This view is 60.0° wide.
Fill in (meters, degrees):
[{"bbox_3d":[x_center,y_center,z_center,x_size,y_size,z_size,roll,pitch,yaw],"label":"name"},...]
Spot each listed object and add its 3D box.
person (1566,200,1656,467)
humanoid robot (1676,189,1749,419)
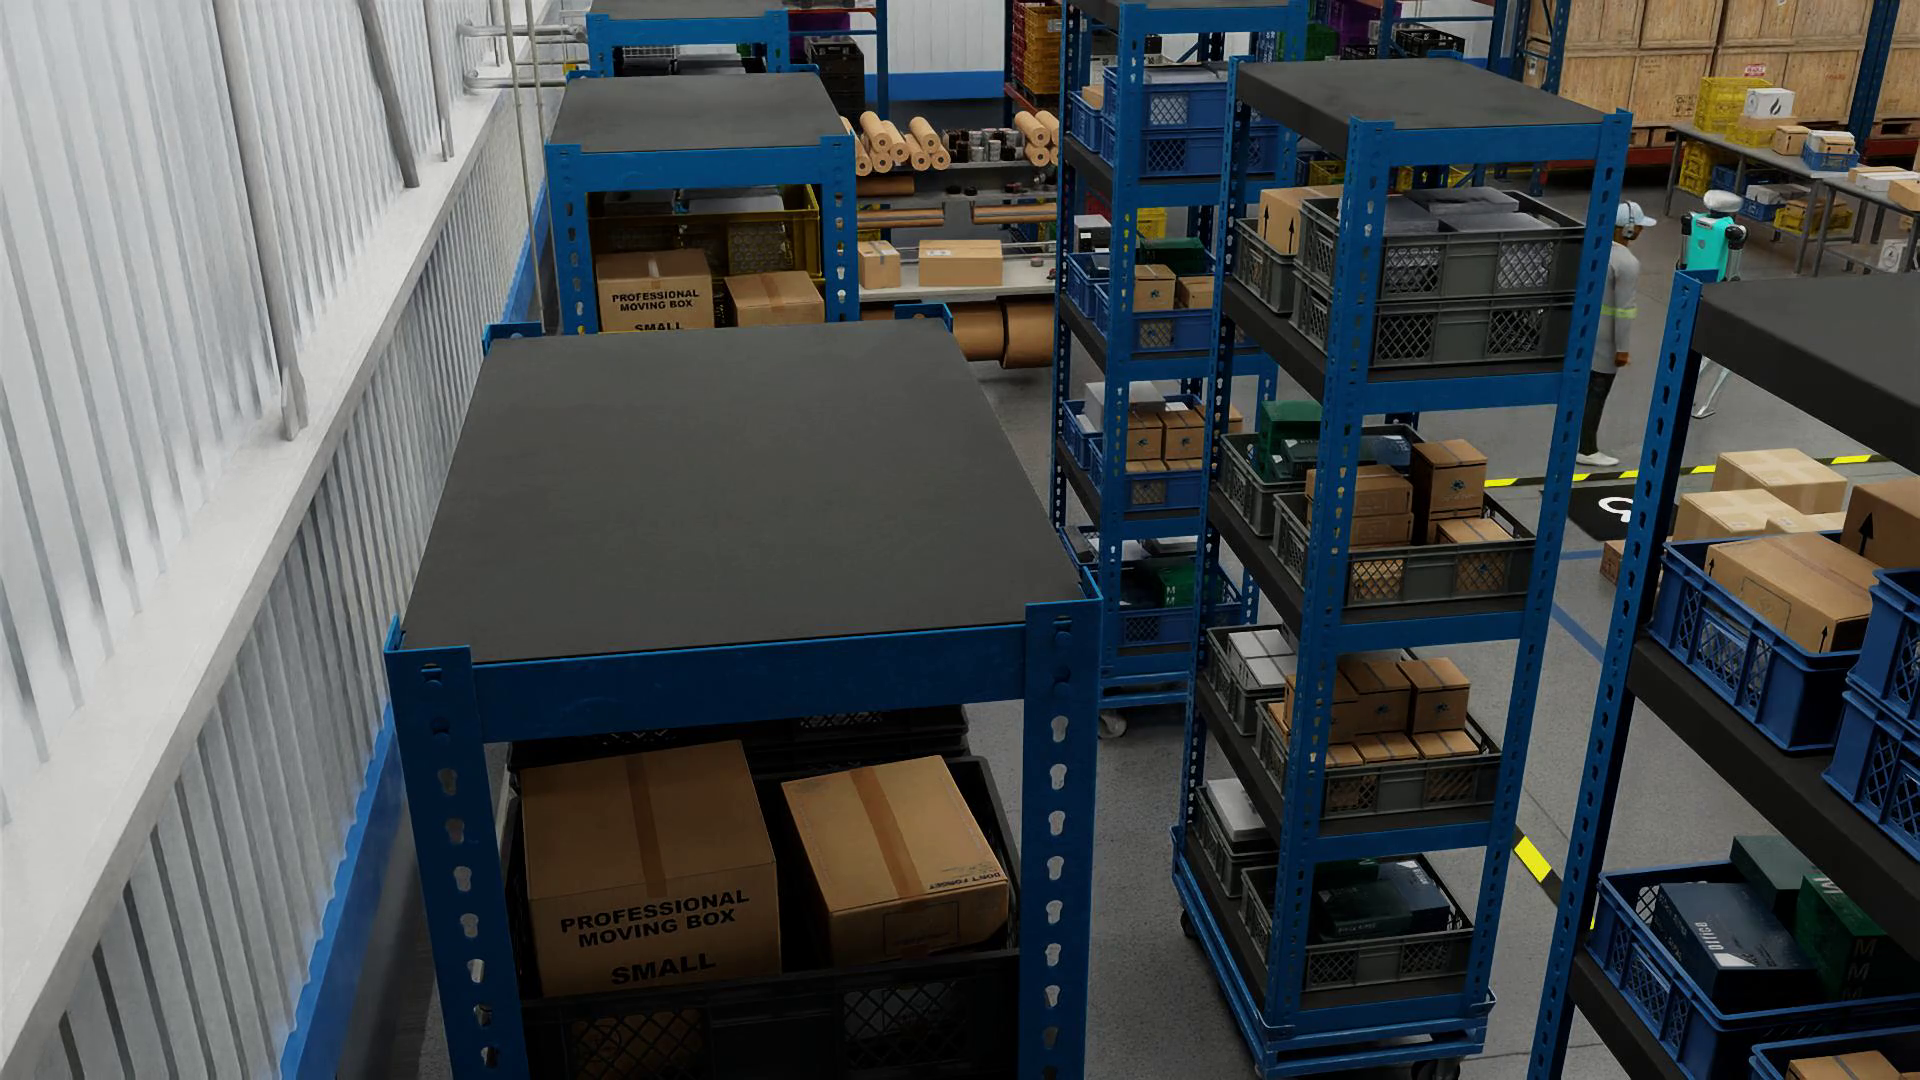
[{"bbox_3d":[4.477,-1.430,11.511,0.399,1.851,0.592,-4,25,-9],"label":"person"},{"bbox_3d":[5.570,-1.731,12.143,0.735,1.677,0.533,-11,27,-23],"label":"humanoid robot"}]
